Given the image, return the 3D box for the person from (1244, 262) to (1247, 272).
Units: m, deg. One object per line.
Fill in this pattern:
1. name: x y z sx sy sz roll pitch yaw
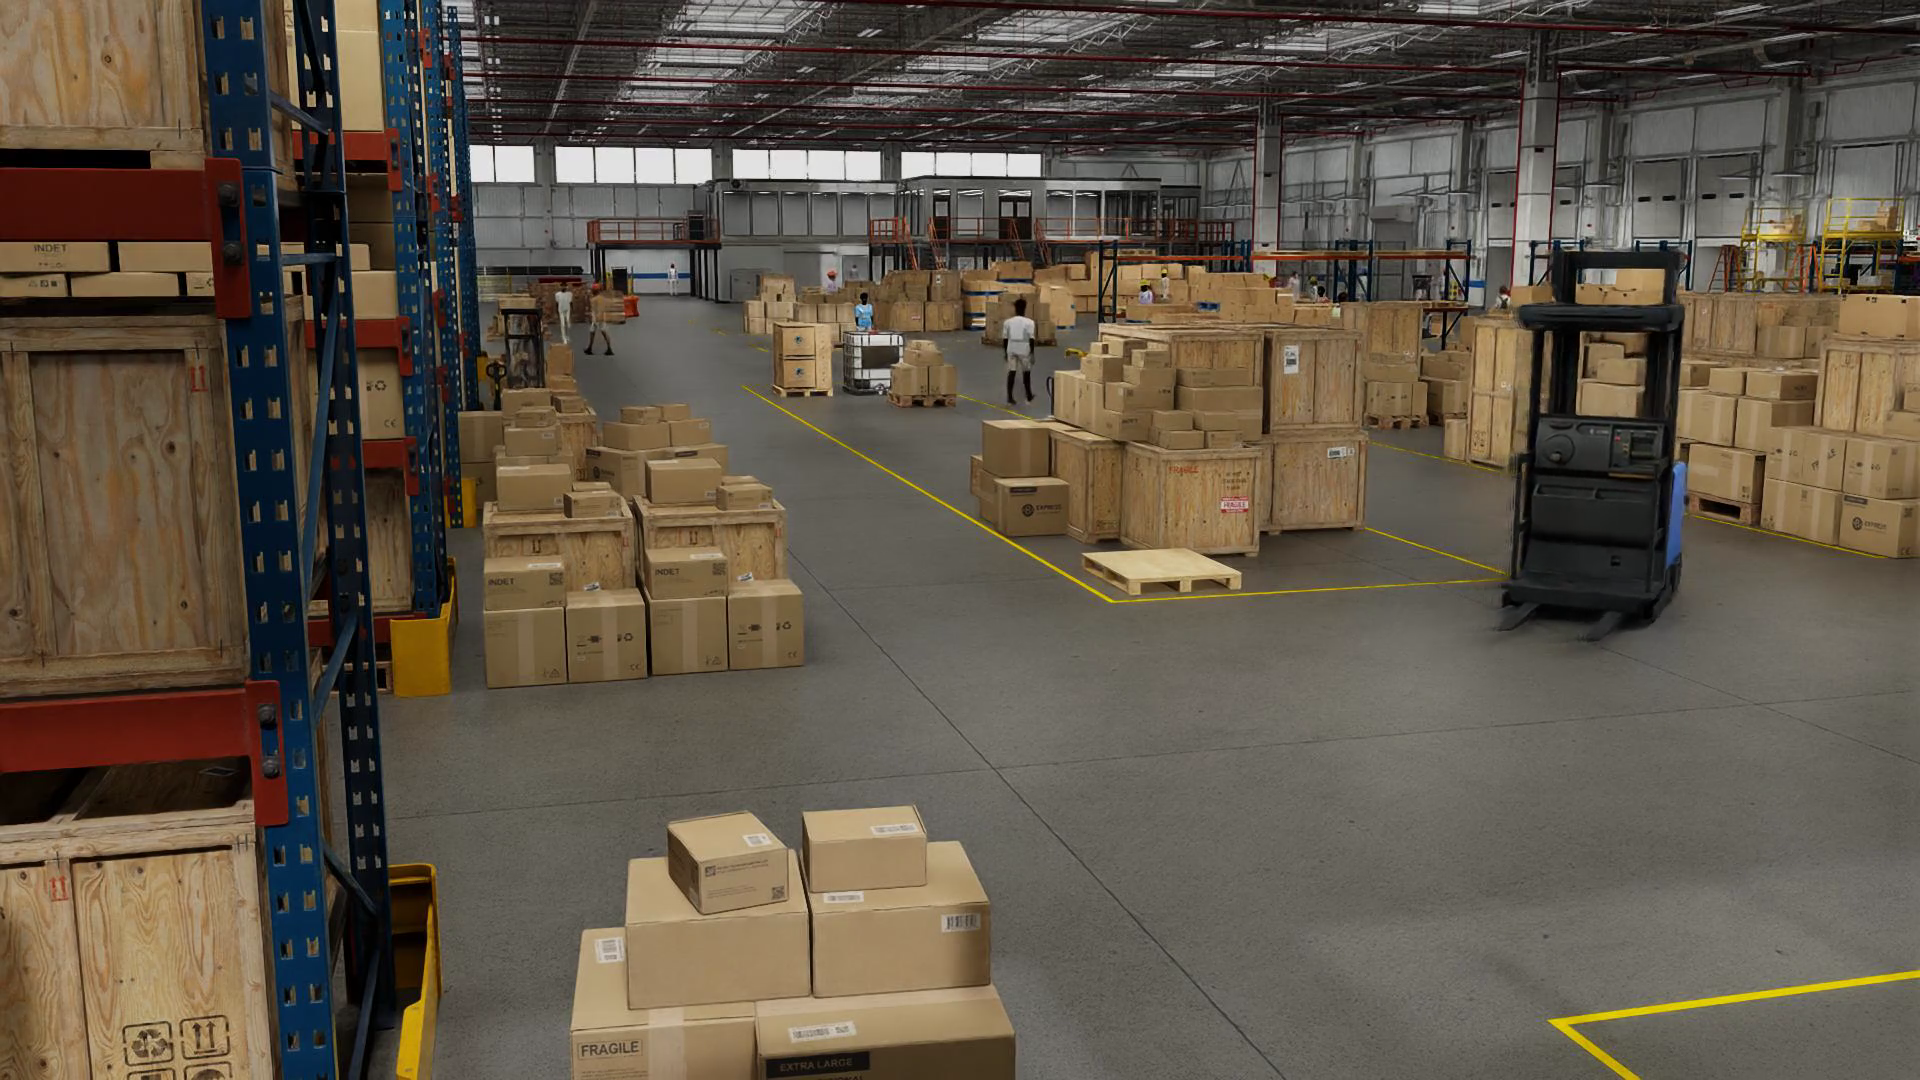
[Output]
1. person: 16.334 -14.932 95.376 0.618 1.936 1.028 0 10 2

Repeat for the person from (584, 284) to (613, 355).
1. person: -9.562 -5.817 43.941 0.959 1.895 0.554 8 13 39

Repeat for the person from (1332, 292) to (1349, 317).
1. person: 7.935 -4.200 34.679 0.383 1.917 0.597 -4 11 -23

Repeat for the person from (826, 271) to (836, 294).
1. person: -4.452 -8.284 57.599 0.413 2.002 0.706 -4 11 -23

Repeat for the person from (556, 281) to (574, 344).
1. person: -11.646 -6.688 48.971 0.510 1.855 0.387 -3 10 -16

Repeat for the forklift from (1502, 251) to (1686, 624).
1. forklift: 5.192 -0.910 13.329 1.129 2.768 1.873 6 12 29

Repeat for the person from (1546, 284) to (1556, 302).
1. person: 14.565 -5.381 41.351 0.564 1.920 0.655 2 10 9

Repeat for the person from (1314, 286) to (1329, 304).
1. person: 10.638 -6.638 49.114 0.318 1.697 0.535 -8 13 -39

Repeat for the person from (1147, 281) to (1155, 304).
1. person: 6.364 -7.822 55.718 0.529 1.730 0.859 -6 12 -31

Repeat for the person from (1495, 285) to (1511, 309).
1. person: 14.847 -6.042 45.397 0.536 1.827 0.529 3 10 14

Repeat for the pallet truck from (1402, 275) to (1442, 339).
1. pallet truck: 14.620 -7.324 52.145 0.823 1.965 1.885 8 13 40

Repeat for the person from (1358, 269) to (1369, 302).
1. person: 16.927 -10.350 69.502 0.634 1.915 0.815 6 12 31

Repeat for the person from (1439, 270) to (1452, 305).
1. person: 21.327 -10.950 72.943 0.556 1.899 0.852 7 12 33

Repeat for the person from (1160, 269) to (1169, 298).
1. person: 8.404 -10.168 68.446 0.374 1.925 0.595 5 11 25

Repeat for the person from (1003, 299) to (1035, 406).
1. person: 1.084 -3.402 30.183 0.654 1.913 1.010 4 11 20

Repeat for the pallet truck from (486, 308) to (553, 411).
1. pallet truck: -6.242 -2.418 24.362 0.823 1.965 1.885 1 10 3

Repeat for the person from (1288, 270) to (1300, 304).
1. person: 13.348 -9.859 66.758 0.637 1.916 0.781 -8 13 -37

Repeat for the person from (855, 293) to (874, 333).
1. person: -2.462 -5.521 42.818 0.530 1.686 0.321 -6 12 -31

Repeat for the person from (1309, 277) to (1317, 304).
1. person: 12.948 -8.767 61.044 0.320 1.739 0.492 0 10 -2

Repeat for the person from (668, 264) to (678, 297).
1. person: -16.315 -14.762 94.590 0.573 1.883 0.356 -2 10 -11

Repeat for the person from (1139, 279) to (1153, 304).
1. person: 5.383 -6.629 48.451 0.397 1.919 0.581 -6 12 -32

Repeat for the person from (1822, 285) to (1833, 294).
1. person: 24.772 -6.505 47.818 0.966 1.898 0.553 -1 10 -3

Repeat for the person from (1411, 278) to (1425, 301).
1. person: 14.903 -7.596 54.132 0.429 1.839 0.634 2 10 9
